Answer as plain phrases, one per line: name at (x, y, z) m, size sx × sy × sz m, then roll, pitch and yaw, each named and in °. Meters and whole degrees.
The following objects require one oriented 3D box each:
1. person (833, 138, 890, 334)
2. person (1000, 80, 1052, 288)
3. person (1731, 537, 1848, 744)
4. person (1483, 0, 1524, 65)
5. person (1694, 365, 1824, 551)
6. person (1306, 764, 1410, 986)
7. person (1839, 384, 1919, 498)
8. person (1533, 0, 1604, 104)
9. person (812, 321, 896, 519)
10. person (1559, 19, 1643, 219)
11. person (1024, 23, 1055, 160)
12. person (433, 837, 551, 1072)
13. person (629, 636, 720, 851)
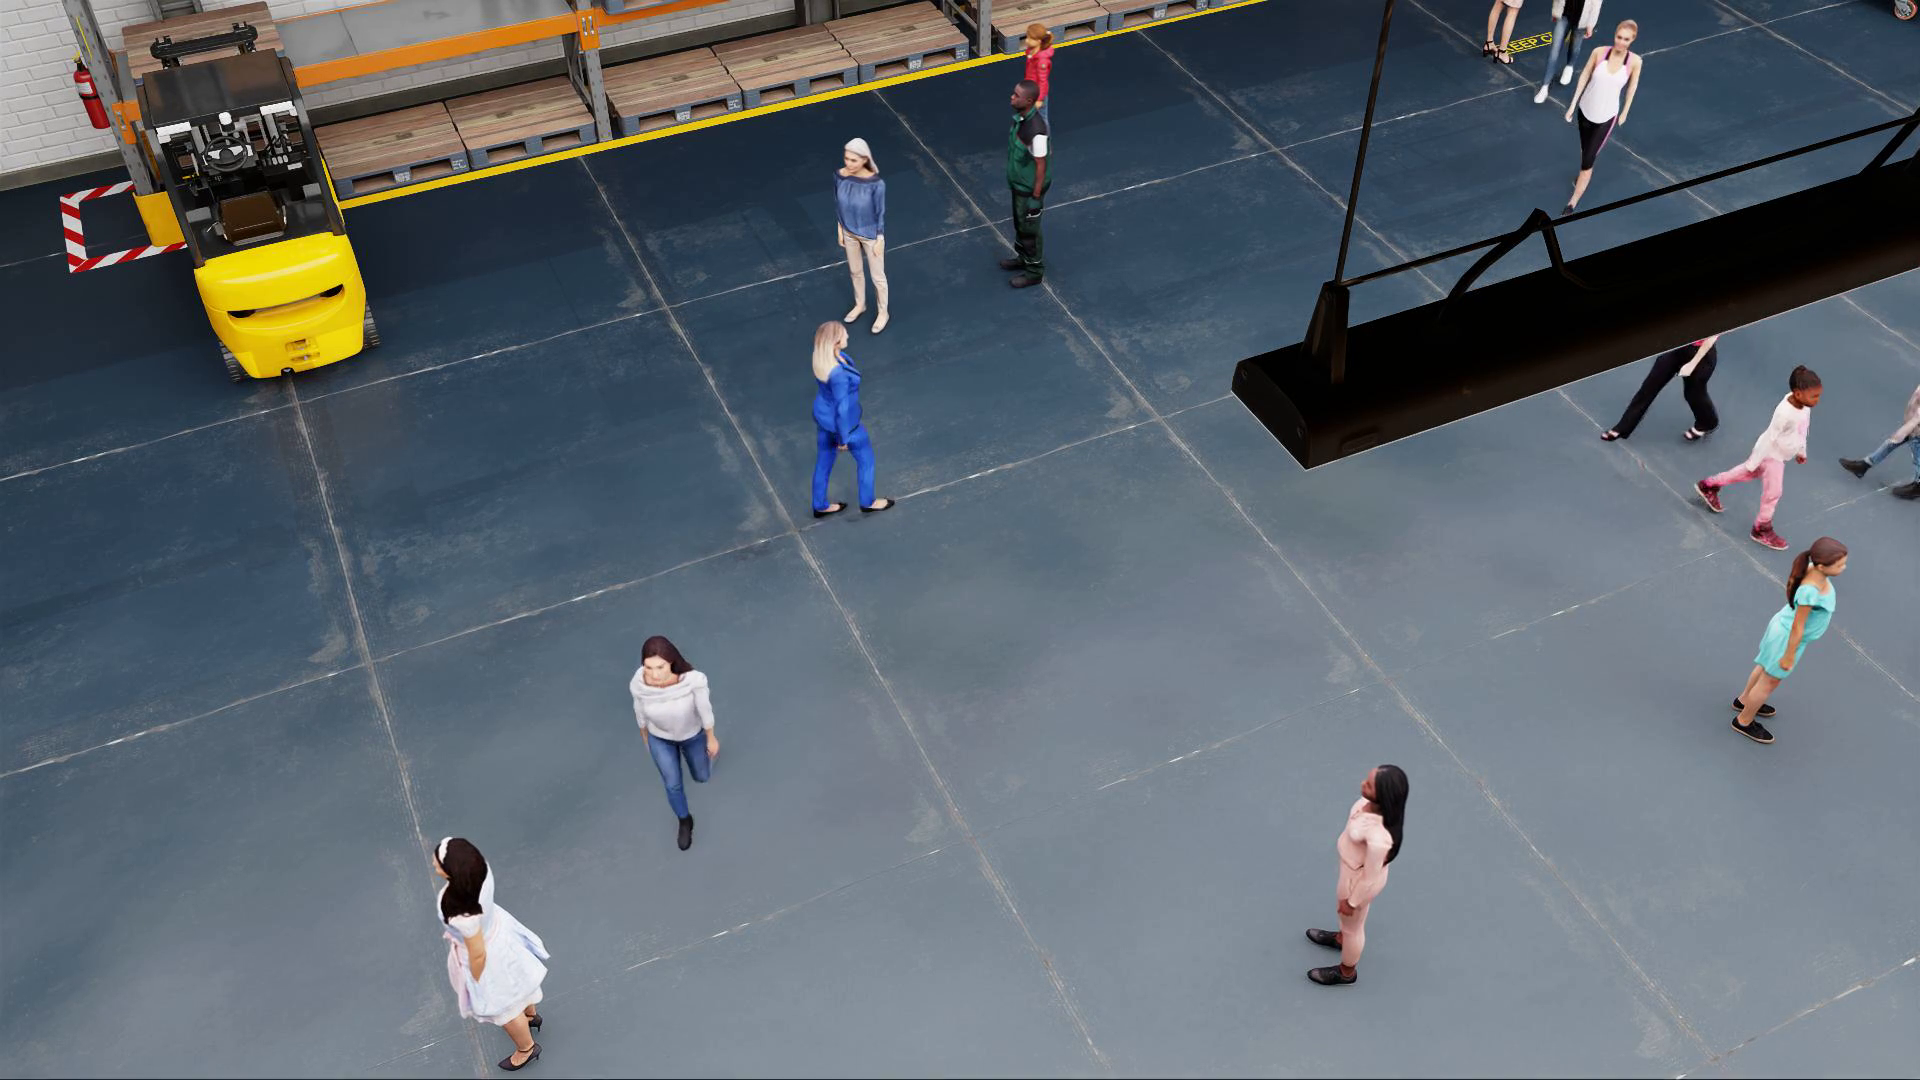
person at (-0.762, -2.422, 13.146) m, size 0.714 × 1.696 × 0.750 m, roll 20°, pitch 47°, yaw 20°
person at (0.553, -2.907, 13.551) m, size 0.646 × 1.838 × 0.726 m, roll -10°, pitch 45°, yaw -11°
person at (5.038, 0.579, 10.096) m, size 0.708 × 1.558 × 0.639 m, roll 18°, pitch 46°, yaw 18°
person at (5.467, -5.599, 16.383) m, size 0.491 × 1.830 × 0.561 m, roll -17°, pitch 46°, yaw -17°
person at (5.543, -0.650, 11.479) m, size 0.860 × 1.430 × 0.985 m, roll 30°, pitch 51°, yaw 28°
person at (2.110, 1.749, 8.749) m, size 0.725 × 1.722 × 0.701 m, roll 7°, pitch 44°, yaw 7°
person at (6.858, -0.780, 11.808) m, size 0.870 × 1.163 × 0.814 m, roll 15°, pitch 46°, yaw 15°
person at (5.938, -5.066, 15.990) m, size 0.989 × 1.601 × 1.134 m, roll 23°, pitch 48°, yaw 22°
person at (-0.930, -0.777, 11.427) m, size 0.803 × 1.684 × 0.662 m, roll -22°, pitch 48°, yaw -22°
person at (5.570, -3.733, 14.488) m, size 1.008 × 1.743 × 1.247 m, roll 26°, pitch 49°, yaw 25°
person at (0.722, -4.094, 15.178) m, size 0.491 × 1.313 × 0.509 m, roll -15°, pitch 46°, yaw -15°
person at (-2.359, 2.075, 8.338) m, size 0.849 × 1.817 × 0.811 m, roll -2°, pitch 44°, yaw -2°
person at (-1.604, 1.073, 9.535) m, size 0.917 × 1.616 × 0.881 m, roll 0°, pitch 44°, yaw 0°
